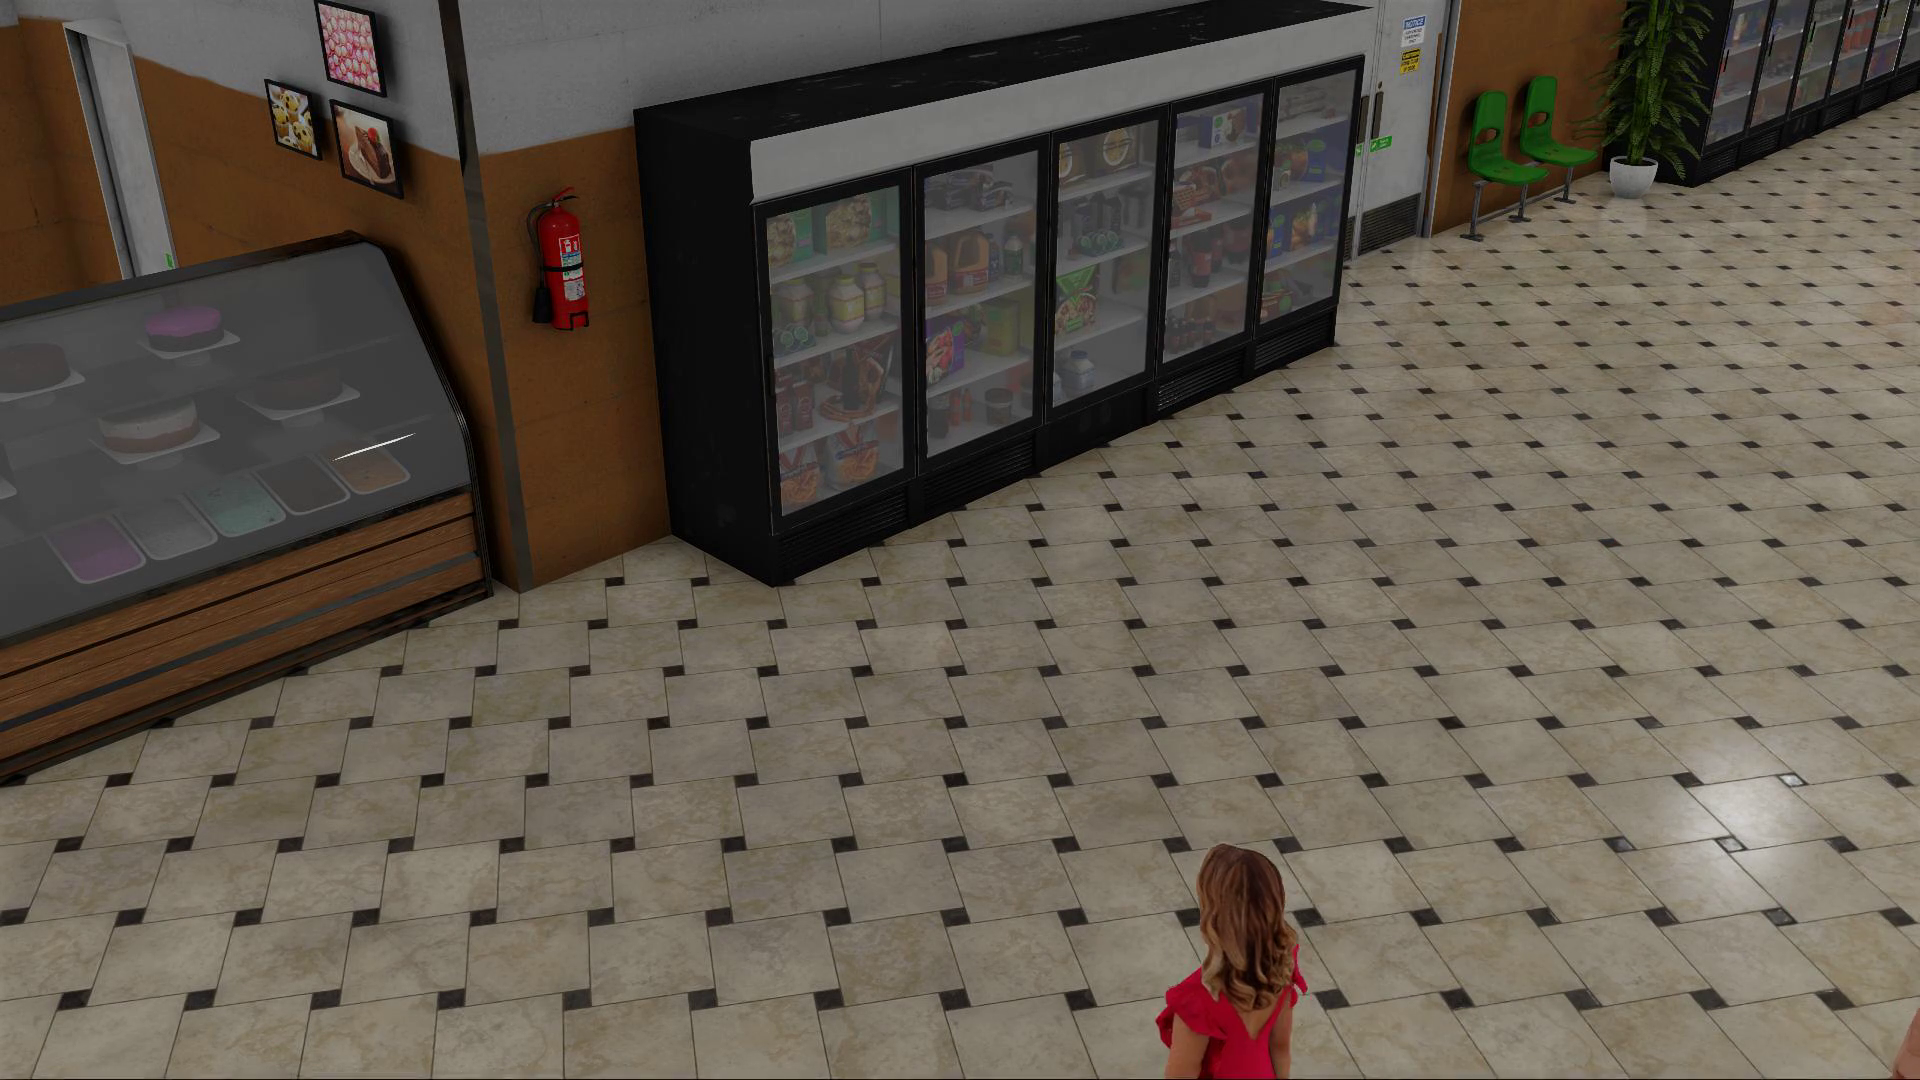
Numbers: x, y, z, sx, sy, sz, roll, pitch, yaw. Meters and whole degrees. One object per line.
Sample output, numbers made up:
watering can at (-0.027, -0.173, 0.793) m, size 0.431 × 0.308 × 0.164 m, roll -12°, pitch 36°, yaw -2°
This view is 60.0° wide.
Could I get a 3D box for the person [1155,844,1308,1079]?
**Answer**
person at (0.721, 1.542, 4.131) m, size 1.009 × 1.679 × 0.597 m, roll 24°, pitch 35°, yaw 38°
